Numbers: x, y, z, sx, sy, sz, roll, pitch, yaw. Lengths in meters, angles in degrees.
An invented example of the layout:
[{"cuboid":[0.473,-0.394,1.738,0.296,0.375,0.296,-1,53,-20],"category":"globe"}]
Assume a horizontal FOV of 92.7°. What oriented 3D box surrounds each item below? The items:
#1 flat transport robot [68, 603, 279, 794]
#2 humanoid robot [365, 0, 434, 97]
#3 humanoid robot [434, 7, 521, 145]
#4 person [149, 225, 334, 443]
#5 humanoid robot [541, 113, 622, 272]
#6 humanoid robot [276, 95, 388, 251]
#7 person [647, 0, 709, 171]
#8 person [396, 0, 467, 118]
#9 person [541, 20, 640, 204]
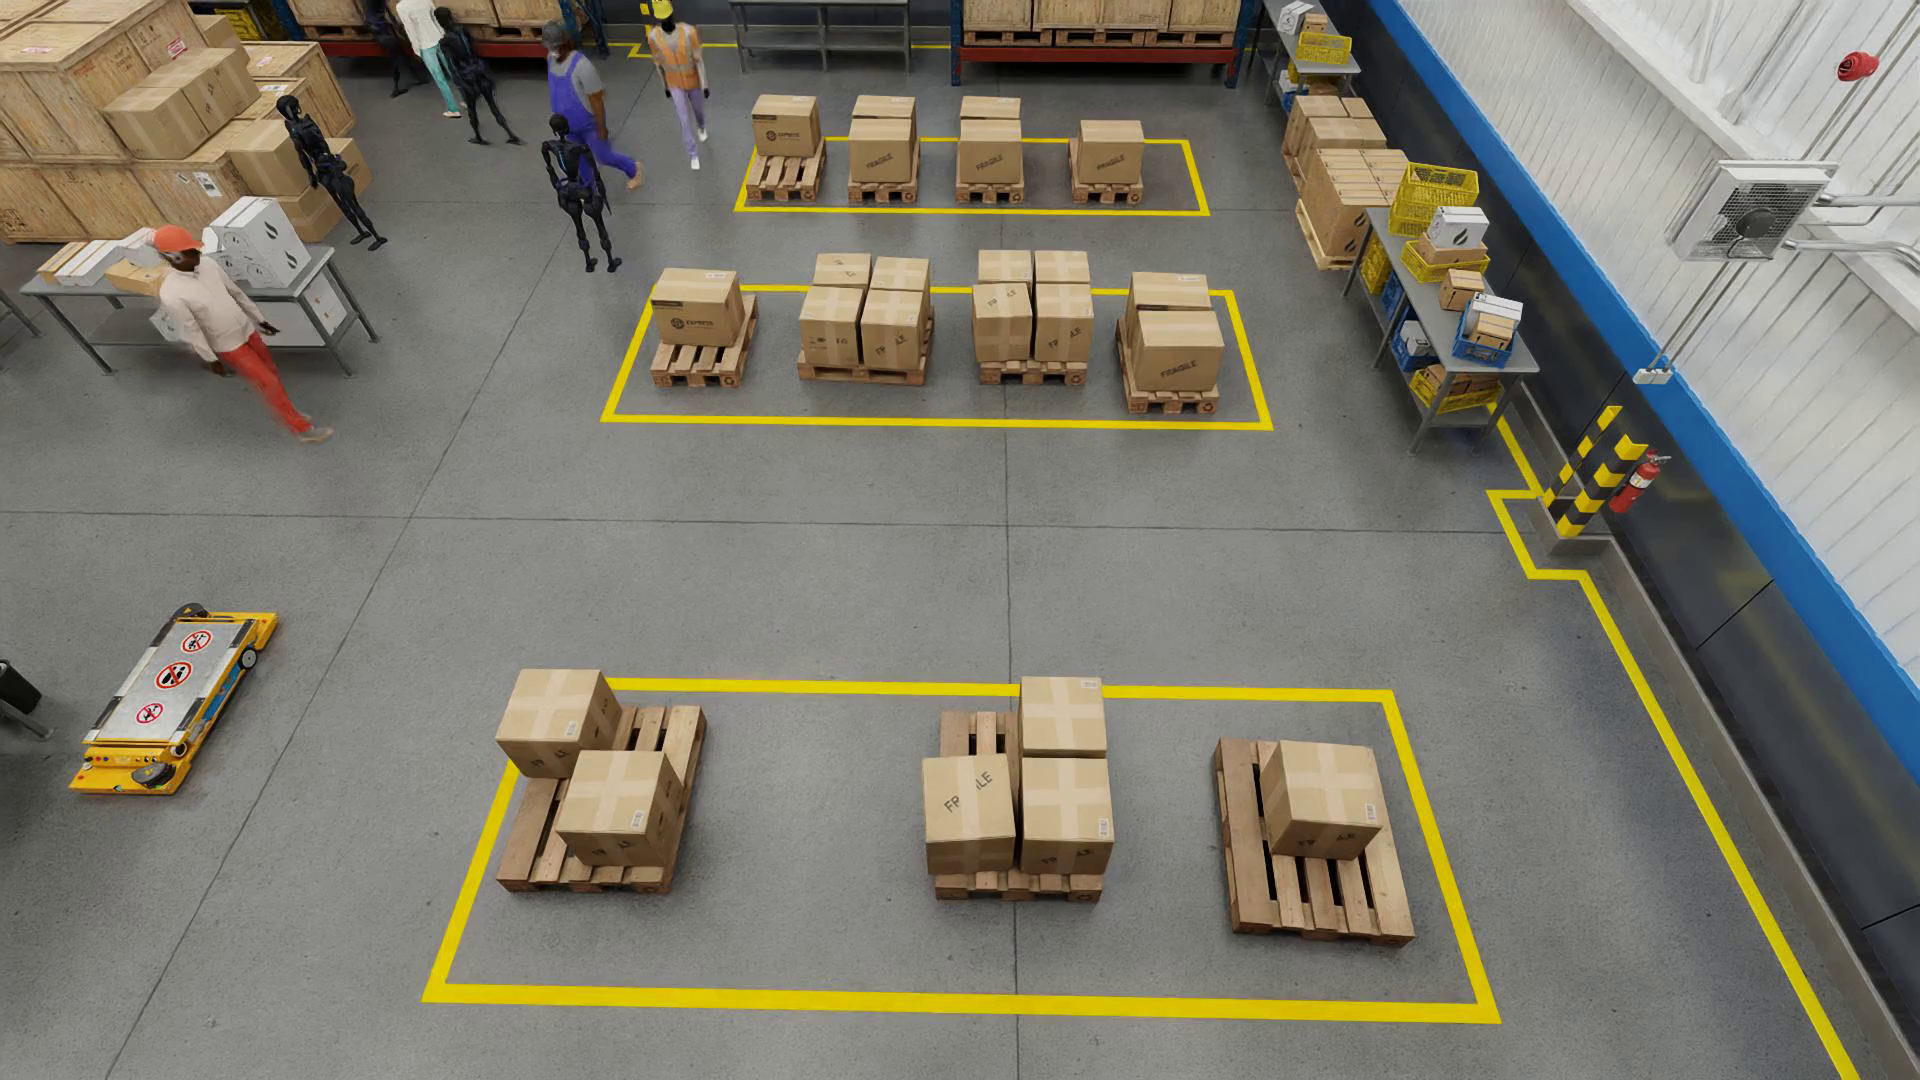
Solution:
[{"cuboid":[-5.504,1.072,6.442,0.652,0.197,1.431,1,50,1],"category":"flat transport robot"},{"cuboid":[-7.651,-6.814,12.231,0.647,1.611,0.629,-25,54,-20],"category":"humanoid robot"},{"cuboid":[-5.998,-5.684,11.273,0.661,1.637,0.580,19,52,16],"category":"humanoid robot"},{"cuboid":[-5.946,-1.688,7.692,0.752,1.949,0.652,3,50,2],"category":"person"},{"cuboid":[-3.920,-3.559,9.455,0.556,1.652,0.324,2,50,2],"category":"humanoid robot"},{"cuboid":[-6.695,-3.882,9.726,0.579,1.651,0.307,21,53,17],"category":"humanoid robot"},{"cuboid":[-3.335,-5.551,11.004,0.581,1.885,0.893,-11,51,-9],"category":"person"},{"cuboid":[-6.814,-6.365,11.772,0.323,1.765,0.529,21,53,17],"category":"person"},{"cuboid":[-4.196,-4.785,10.257,0.687,2.000,0.798,25,54,20],"category":"person"}]
